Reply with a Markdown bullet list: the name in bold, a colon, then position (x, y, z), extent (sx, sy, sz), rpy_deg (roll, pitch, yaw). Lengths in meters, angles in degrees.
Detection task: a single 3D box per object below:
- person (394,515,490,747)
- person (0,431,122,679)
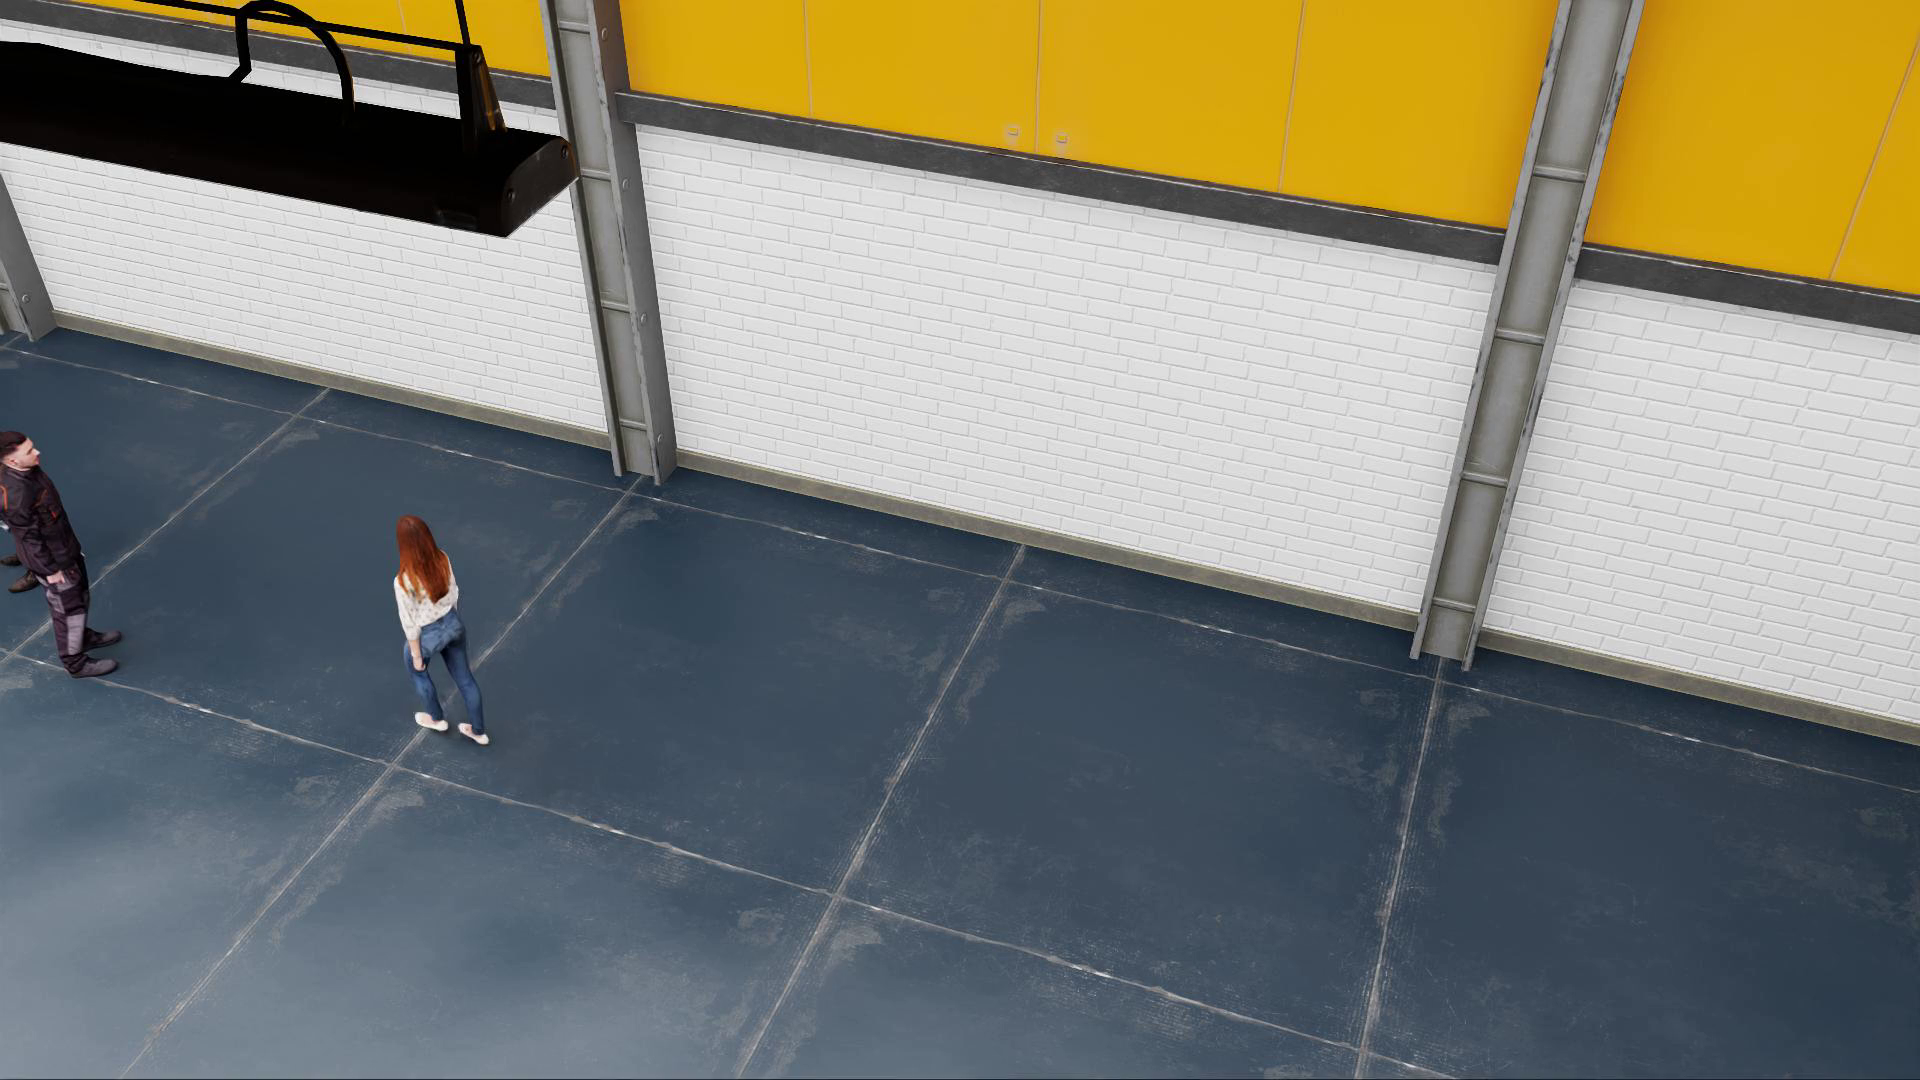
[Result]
- **person**: position (-3.077, 0.596, 9.950), extent (0.841, 1.714, 0.724), rpy_deg (26, 45, 29)
- **person**: position (-5.757, 0.063, 10.512), extent (0.838, 1.847, 0.794), rpy_deg (-14, 41, -17)
